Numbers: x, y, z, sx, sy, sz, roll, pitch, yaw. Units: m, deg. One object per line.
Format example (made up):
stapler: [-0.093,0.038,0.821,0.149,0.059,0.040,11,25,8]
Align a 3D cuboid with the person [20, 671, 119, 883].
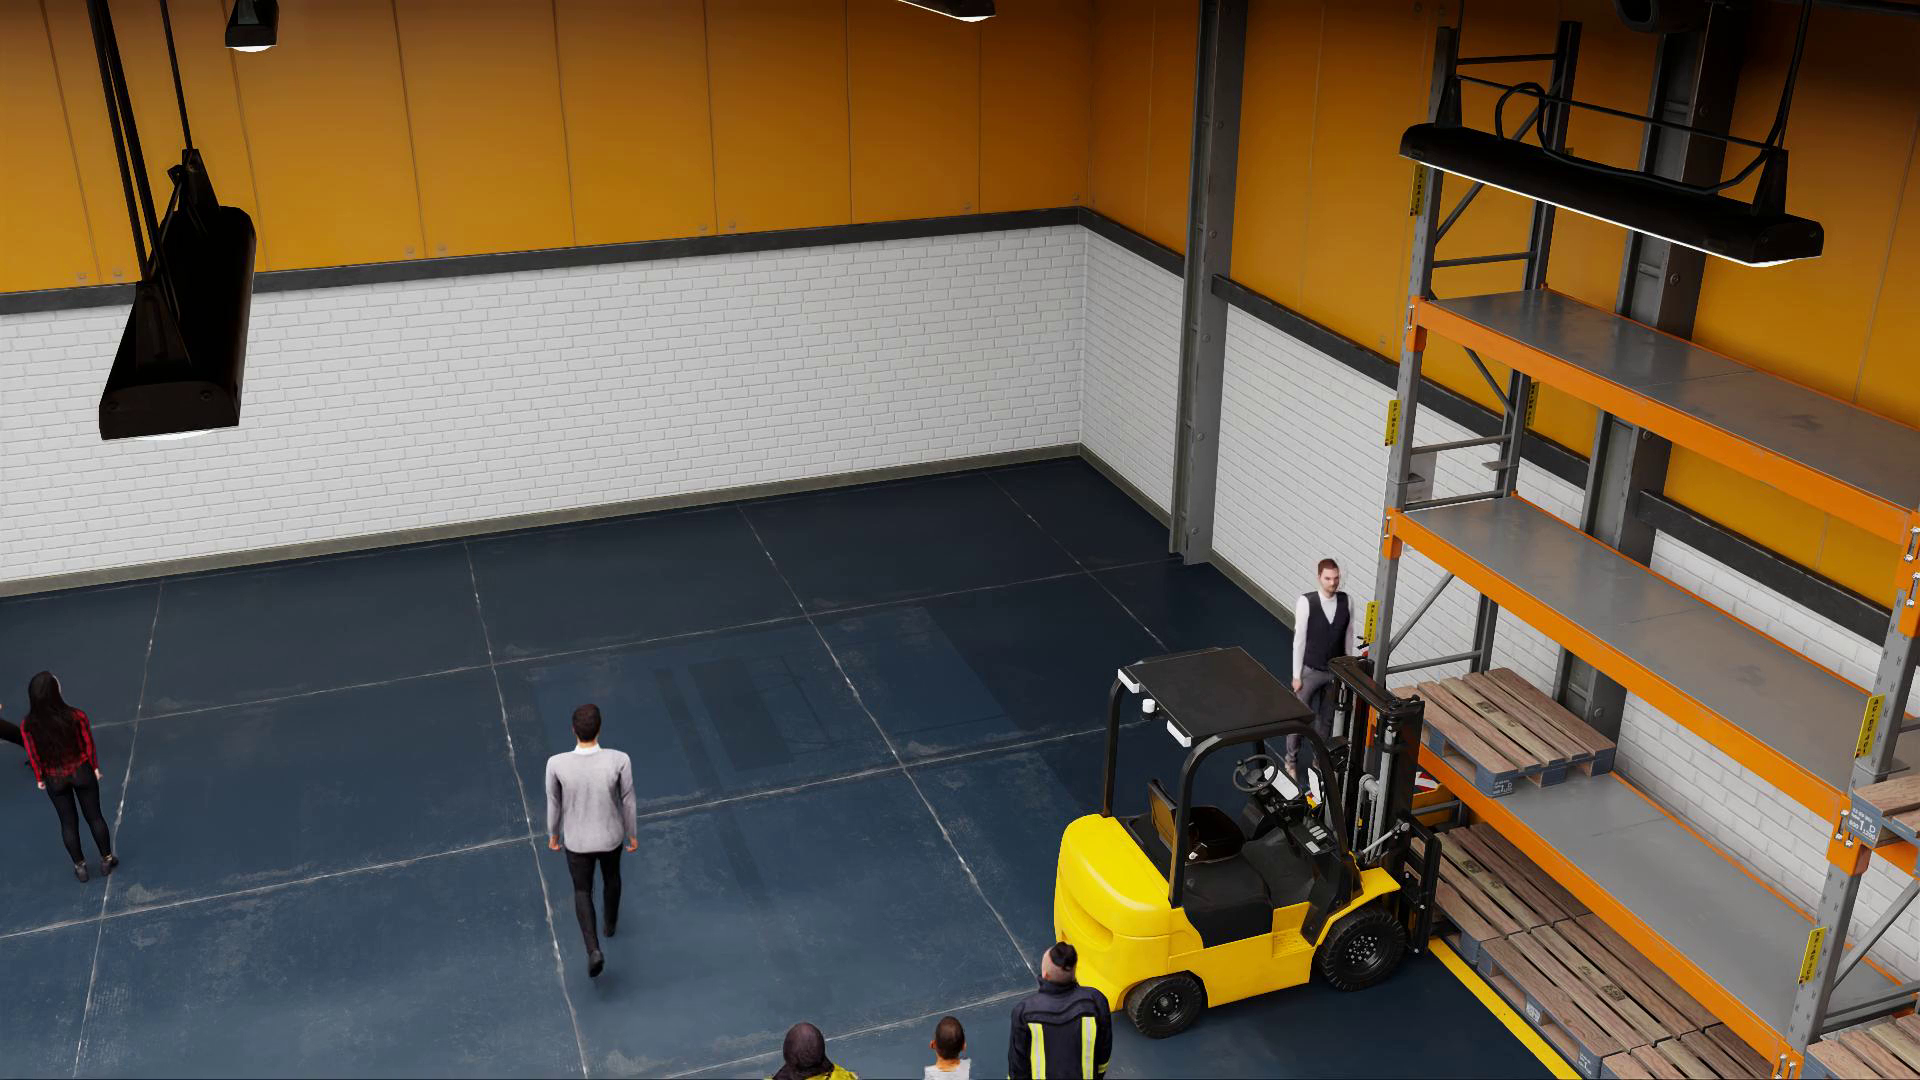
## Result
person: [-6.425,1.713,12.002,0.594,1.654,0.527,-11,26,-23]

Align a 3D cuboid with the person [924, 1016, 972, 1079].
person: [-0.039,3.187,8.899,0.587,1.439,0.808,-6,24,-13]

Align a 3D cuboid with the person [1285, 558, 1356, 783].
person: [2.885,1.016,13.250,0.697,1.932,0.601,-6,24,-14]

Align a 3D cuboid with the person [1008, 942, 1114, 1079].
person: [0.526,2.920,8.981,0.759,1.862,0.695,-6,24,-14]

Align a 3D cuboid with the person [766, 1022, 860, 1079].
person: [-0.754,3.253,8.534,0.749,1.610,1.330,-7,24,-15]

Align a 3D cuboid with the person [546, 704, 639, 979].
person: [-2.442,1.993,11.040,0.823,1.912,1.169,-5,24,-12]
